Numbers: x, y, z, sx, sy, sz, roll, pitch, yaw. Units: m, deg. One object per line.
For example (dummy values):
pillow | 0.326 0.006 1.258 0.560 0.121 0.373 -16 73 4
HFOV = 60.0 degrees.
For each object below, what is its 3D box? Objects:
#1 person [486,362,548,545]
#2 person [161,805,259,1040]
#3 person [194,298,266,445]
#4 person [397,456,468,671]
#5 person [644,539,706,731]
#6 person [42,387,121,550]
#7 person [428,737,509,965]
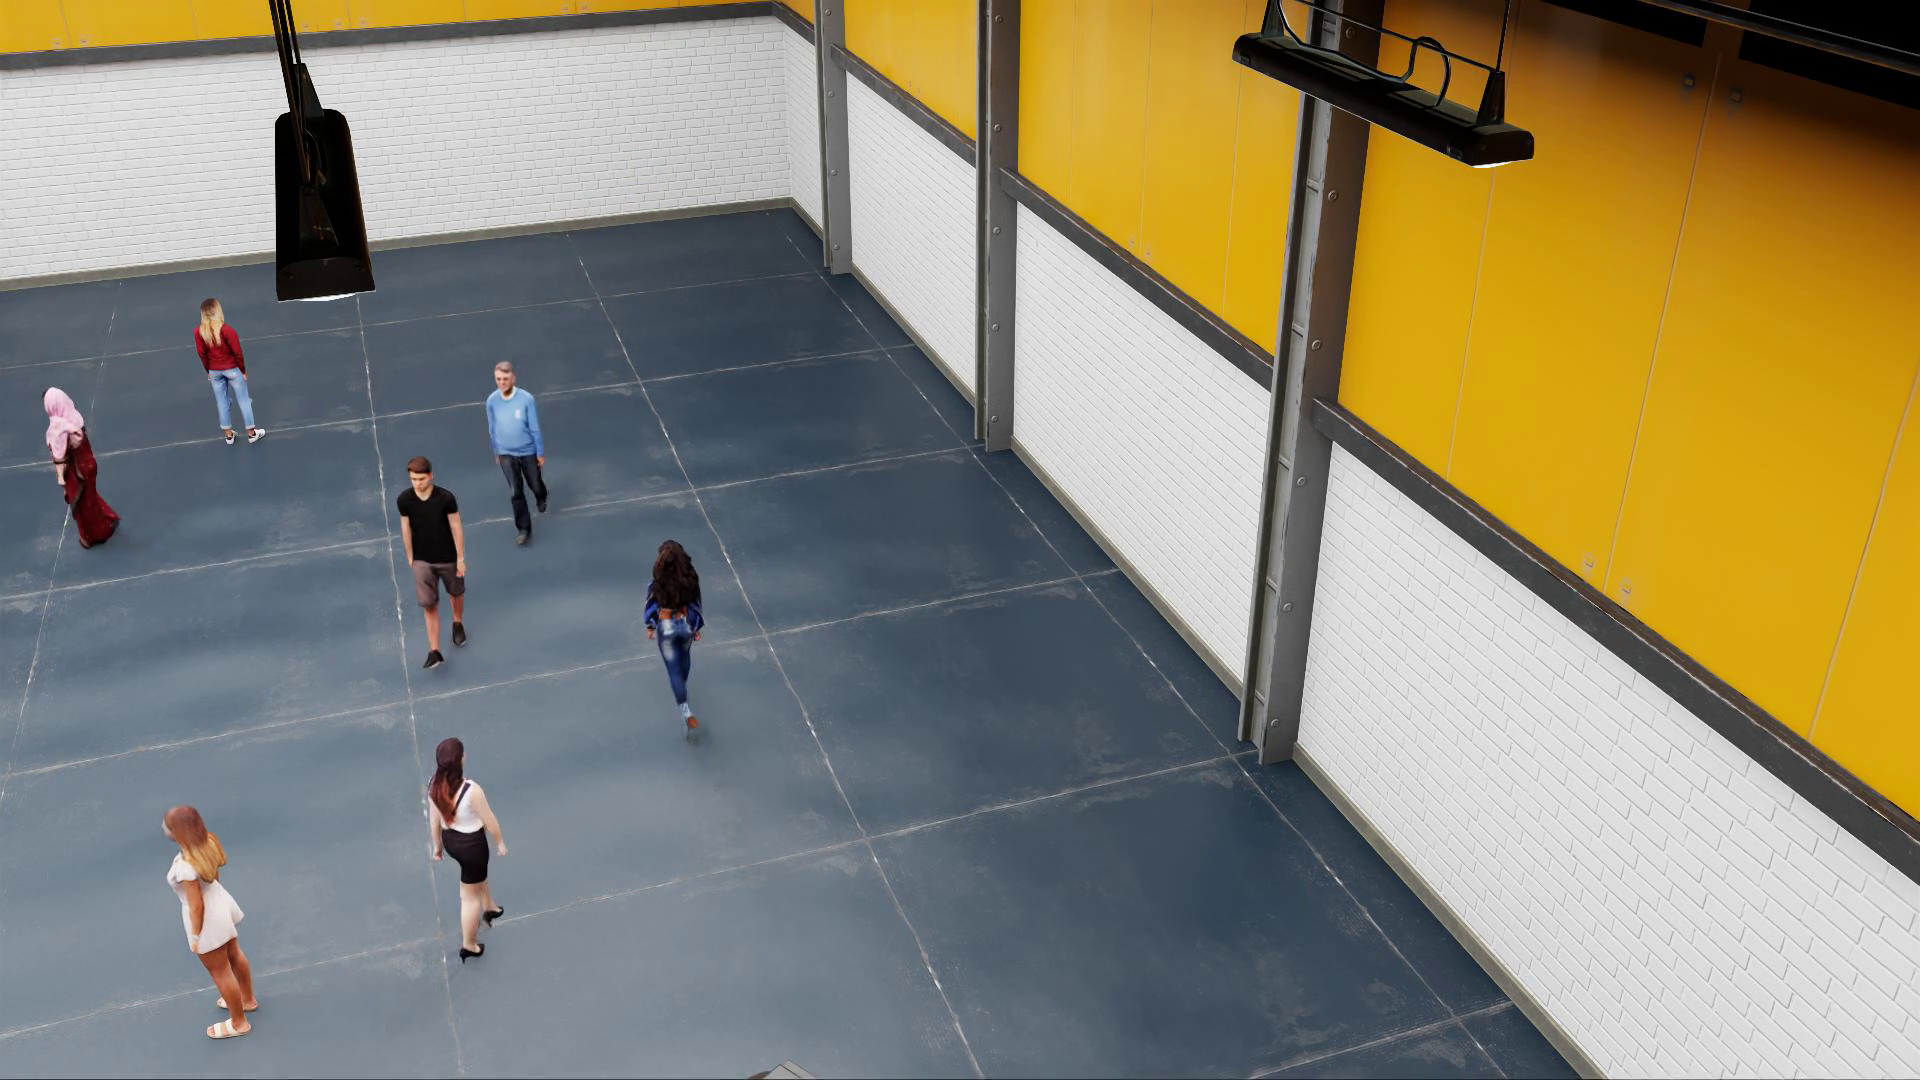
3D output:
person | -4.196 -0.891 15.899 0.884 1.805 1.068 1 29 2
person | -4.576 2.305 10.155 0.689 1.694 0.579 -2 29 -3
person | -7.838 -1.807 17.755 0.660 1.636 0.629 -2 29 -3
person | -4.390 0.098 14.059 0.861 1.829 1.165 -3 29 -6
person | -2.222 0.764 13.087 0.612 1.590 1.010 -11 30 -19
person | -8.262 -0.692 15.705 0.824 1.640 0.731 0 29 0
person | -3.231 2.045 10.700 0.824 1.629 0.907 9 30 15
